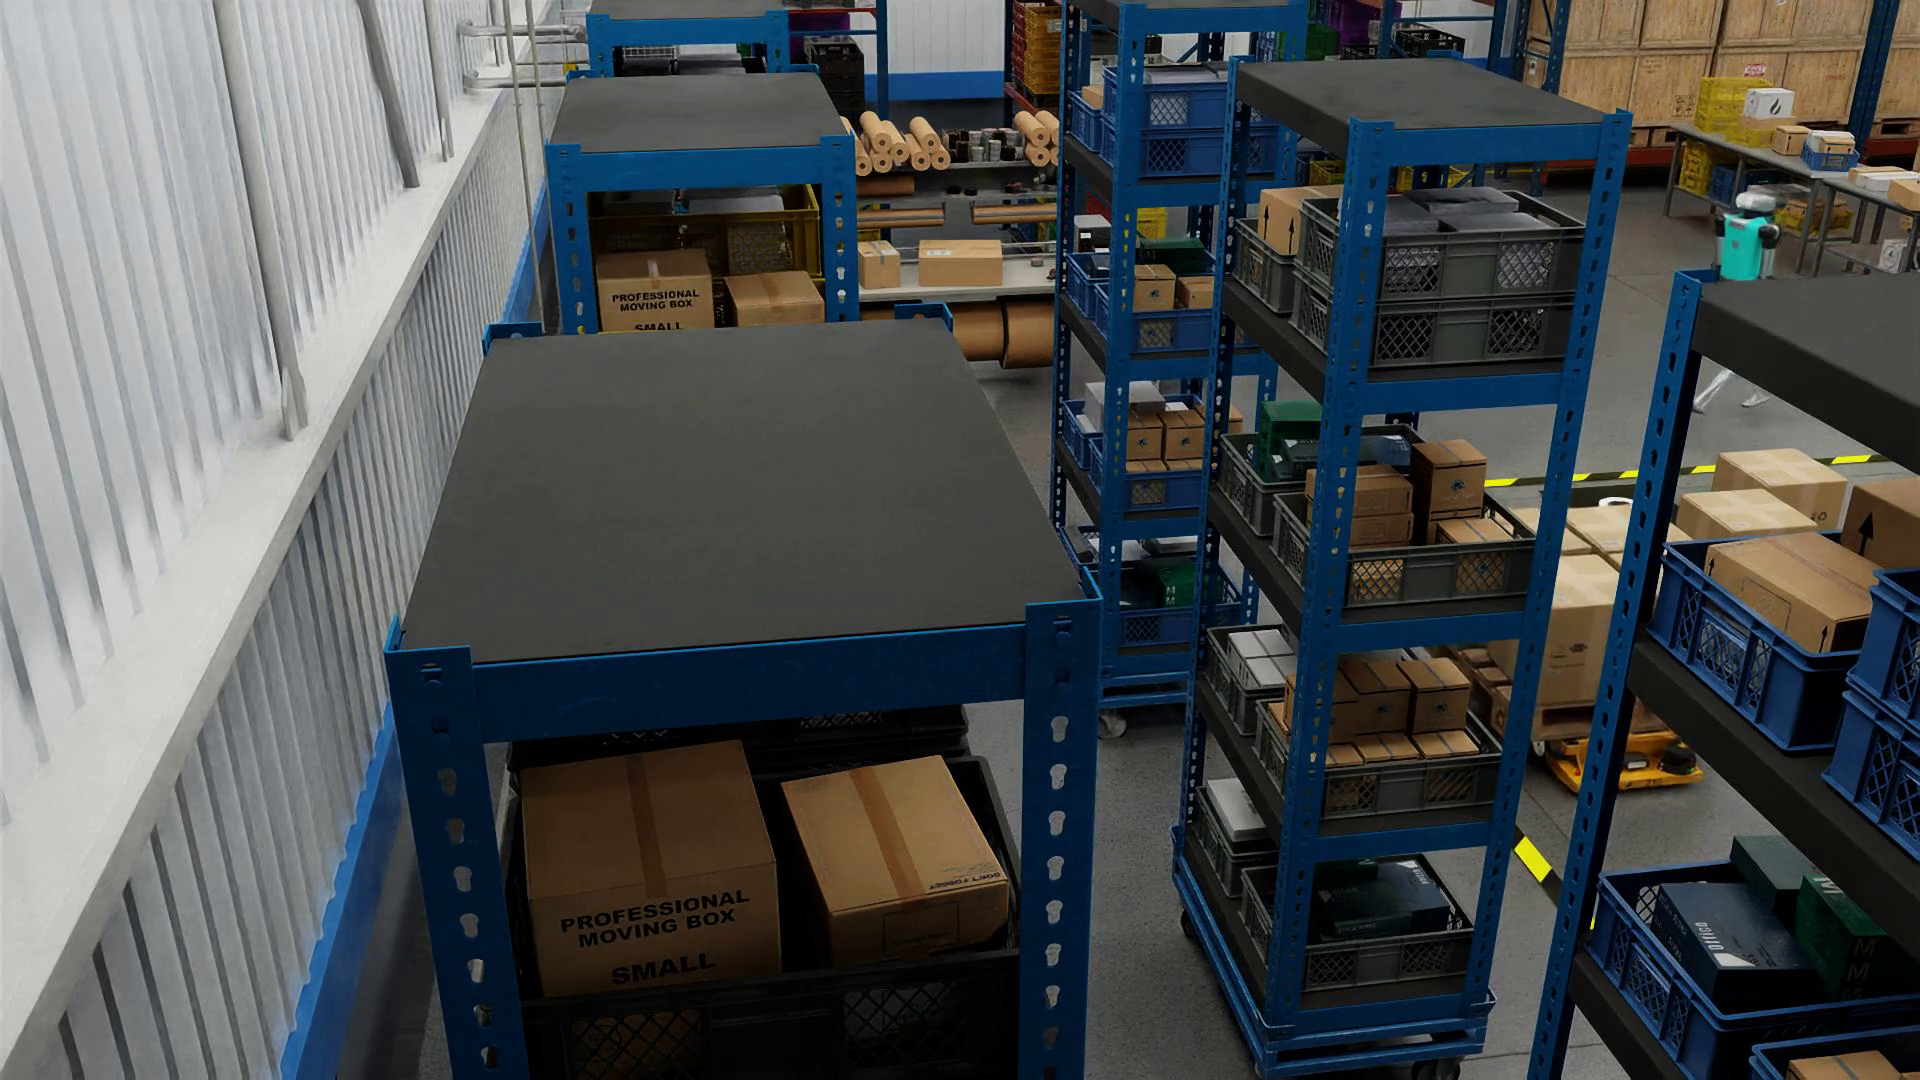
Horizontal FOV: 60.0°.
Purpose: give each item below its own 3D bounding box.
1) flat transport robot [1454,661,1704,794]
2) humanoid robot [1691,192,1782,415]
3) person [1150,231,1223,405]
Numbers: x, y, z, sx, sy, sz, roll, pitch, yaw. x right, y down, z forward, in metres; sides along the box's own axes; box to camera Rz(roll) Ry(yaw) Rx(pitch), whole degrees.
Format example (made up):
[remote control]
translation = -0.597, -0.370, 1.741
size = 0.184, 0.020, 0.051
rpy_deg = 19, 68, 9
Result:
[flat transport robot]
translation = 3.114, 0.809, 8.506
size = 0.652, 0.197, 1.431
rpy_deg = -4, 25, -8
[humanoid robot]
translation = 5.863, -1.710, 12.283
size = 1.047, 1.747, 0.548
rpy_deg = -11, 27, -22
[person]
translation = 1.482, -1.099, 10.792
size = 0.596, 1.852, 0.360
rpy_deg = -3, 25, -6
